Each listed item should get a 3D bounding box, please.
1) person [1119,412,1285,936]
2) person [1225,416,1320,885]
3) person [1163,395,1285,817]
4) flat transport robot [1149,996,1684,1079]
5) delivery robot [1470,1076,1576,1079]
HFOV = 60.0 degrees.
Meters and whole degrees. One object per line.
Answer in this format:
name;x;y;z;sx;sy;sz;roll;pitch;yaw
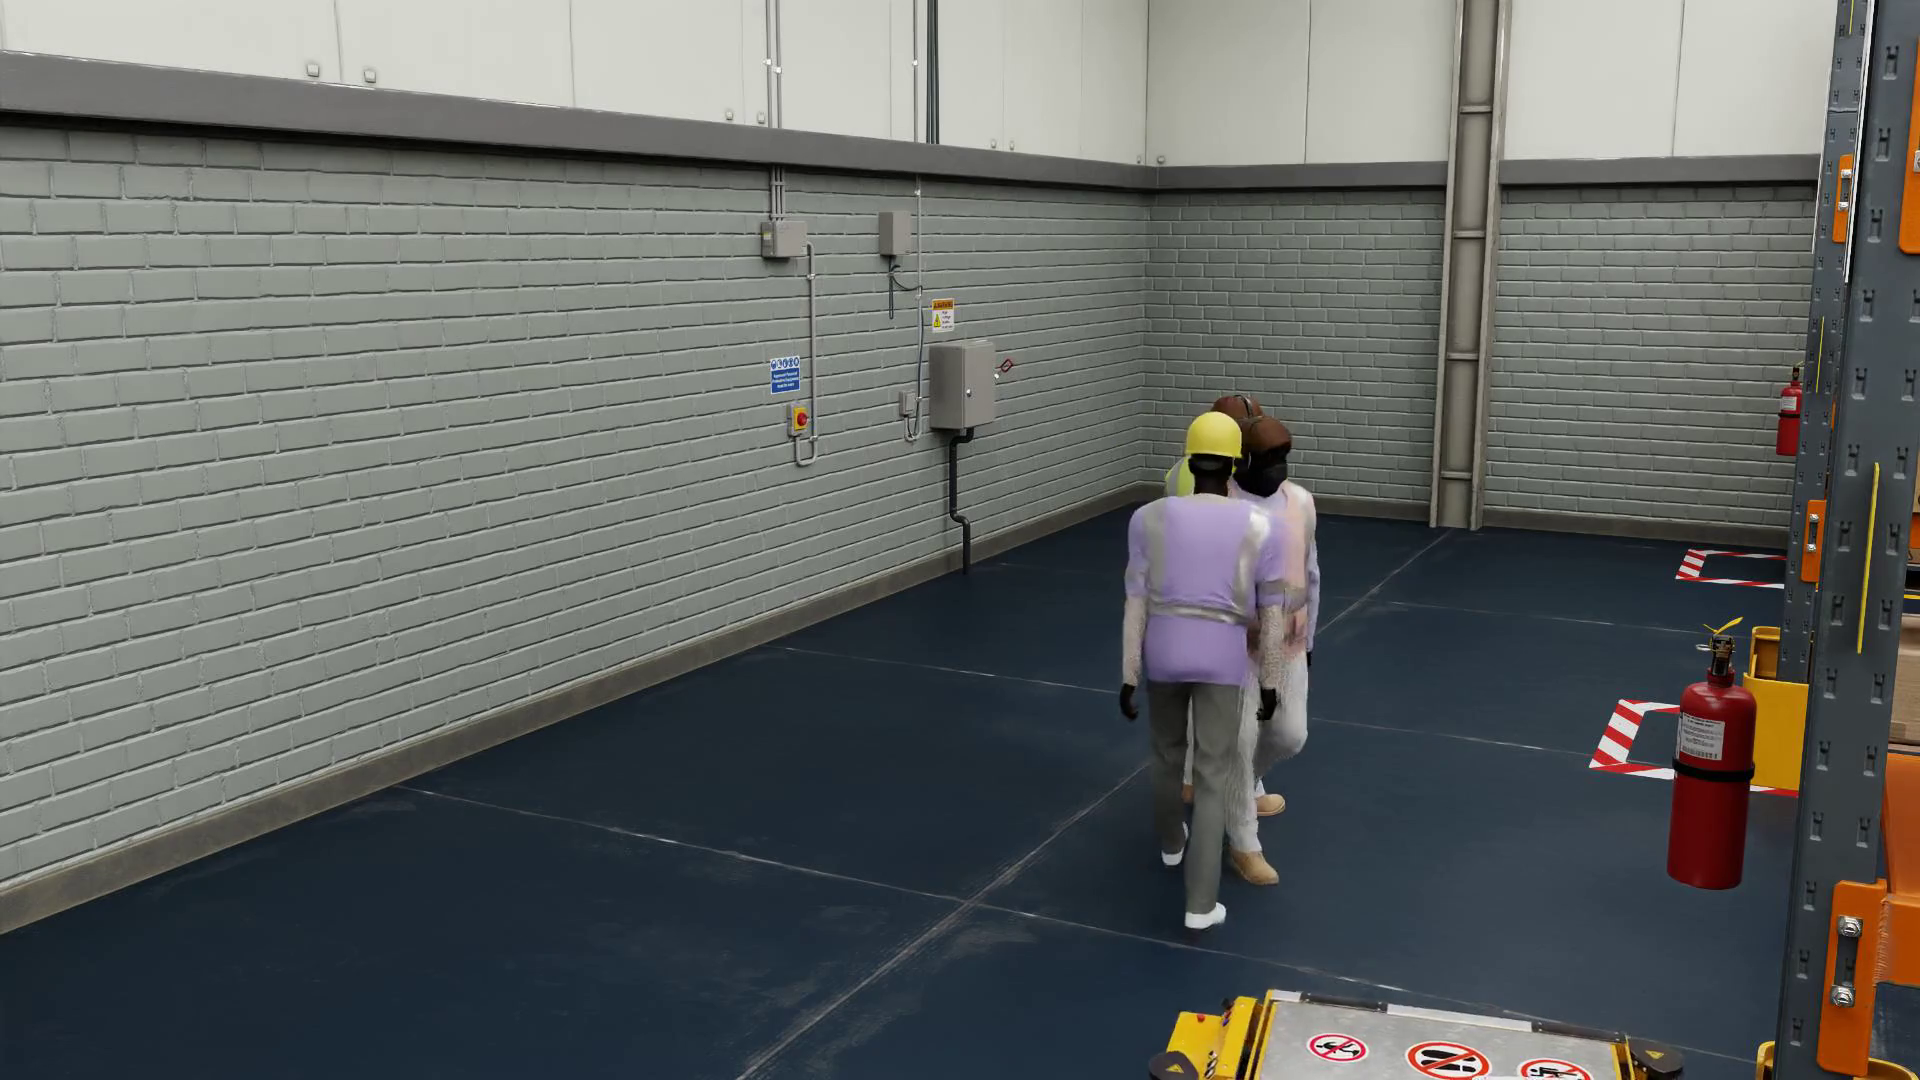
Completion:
person;0.912;0.460;6.260;0.595;1.856;0.975;2;11;13
person;1.146;0.408;6.608;0.638;1.826;0.586;-4;11;-22
person;1.172;0.287;7.239;0.429;1.838;0.621;-8;13;-38
flat transport robot;1.279;1.542;4.665;1.431;0.197;0.652;3;11;16
delivery robot;1.395;1.504;3.839;0.477;0.478;0.707;0;10;3
